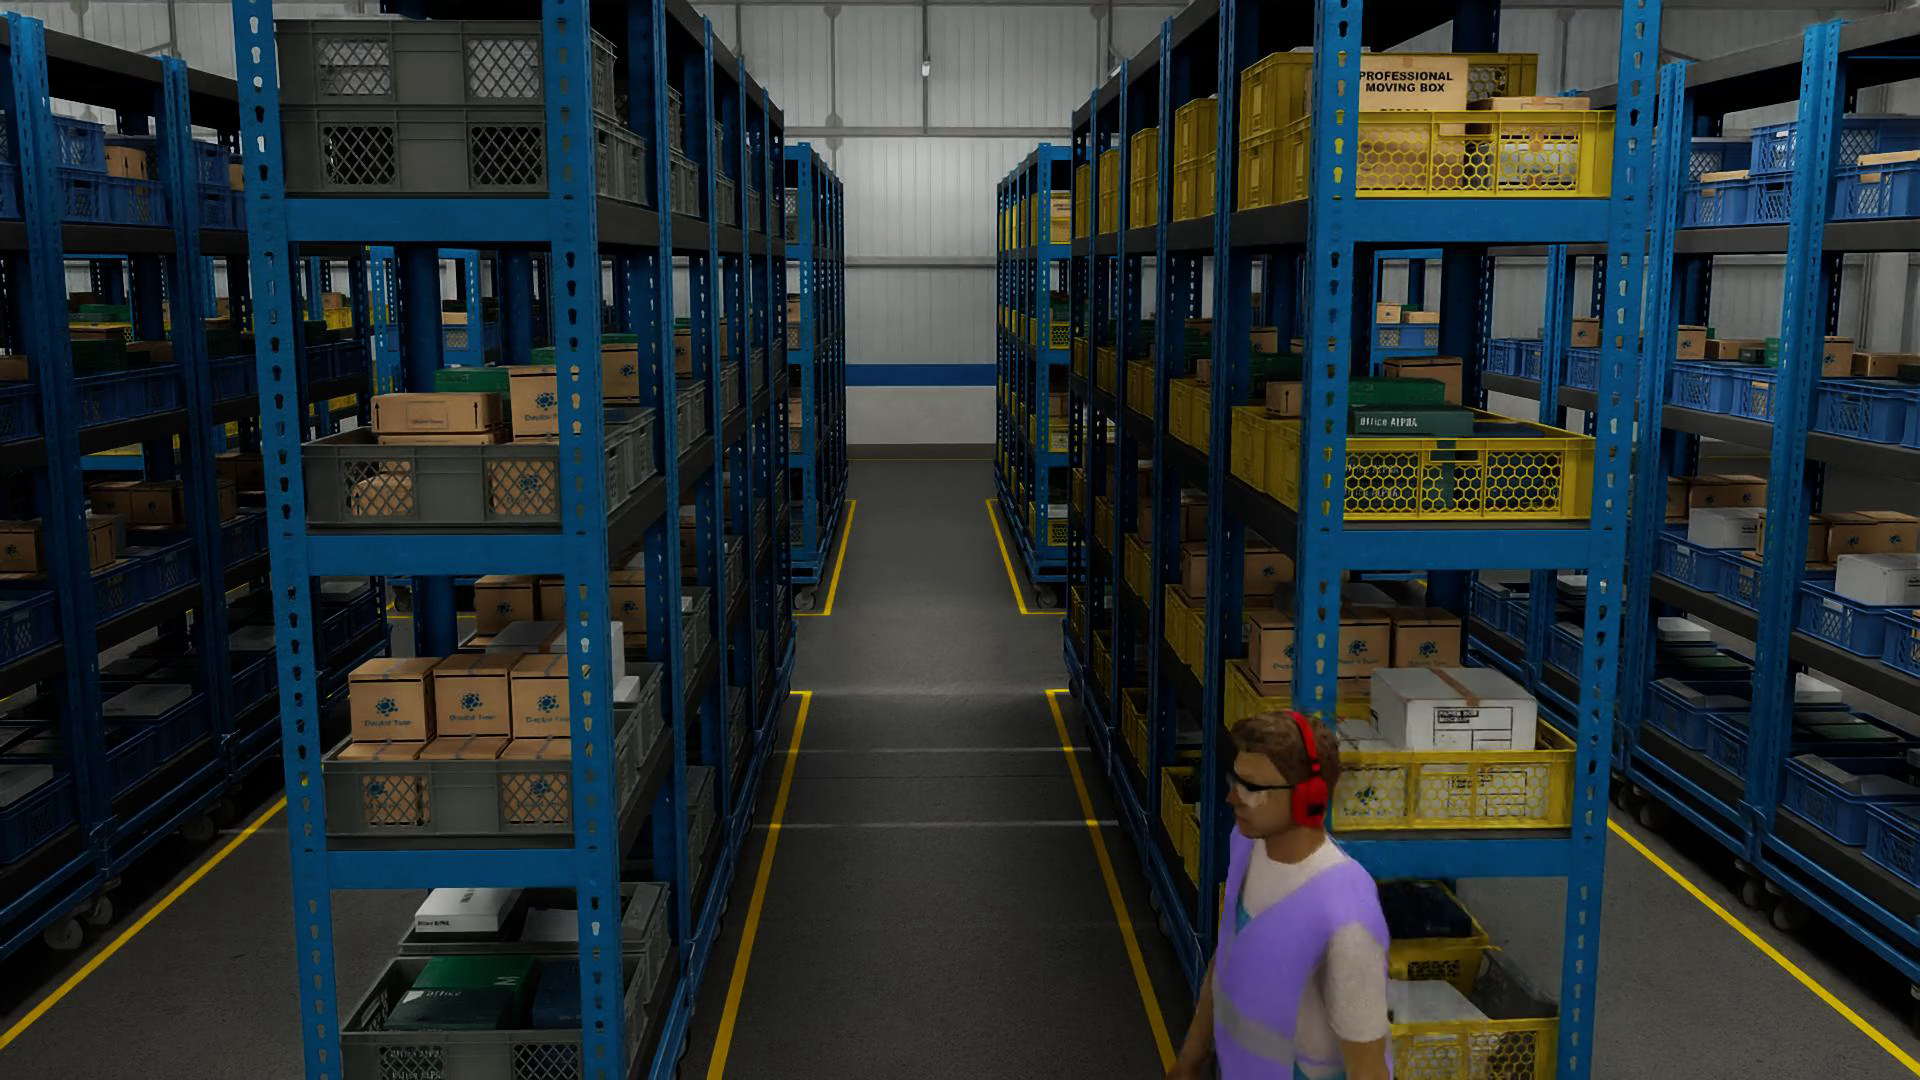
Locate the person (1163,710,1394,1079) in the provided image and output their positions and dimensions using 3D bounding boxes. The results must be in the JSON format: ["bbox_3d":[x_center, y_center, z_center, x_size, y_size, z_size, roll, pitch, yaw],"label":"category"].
[{"bbox_3d":[0.703,1.223,3.541,0.985,1.798,0.572,-1,9,-6],"label":"person"}]
